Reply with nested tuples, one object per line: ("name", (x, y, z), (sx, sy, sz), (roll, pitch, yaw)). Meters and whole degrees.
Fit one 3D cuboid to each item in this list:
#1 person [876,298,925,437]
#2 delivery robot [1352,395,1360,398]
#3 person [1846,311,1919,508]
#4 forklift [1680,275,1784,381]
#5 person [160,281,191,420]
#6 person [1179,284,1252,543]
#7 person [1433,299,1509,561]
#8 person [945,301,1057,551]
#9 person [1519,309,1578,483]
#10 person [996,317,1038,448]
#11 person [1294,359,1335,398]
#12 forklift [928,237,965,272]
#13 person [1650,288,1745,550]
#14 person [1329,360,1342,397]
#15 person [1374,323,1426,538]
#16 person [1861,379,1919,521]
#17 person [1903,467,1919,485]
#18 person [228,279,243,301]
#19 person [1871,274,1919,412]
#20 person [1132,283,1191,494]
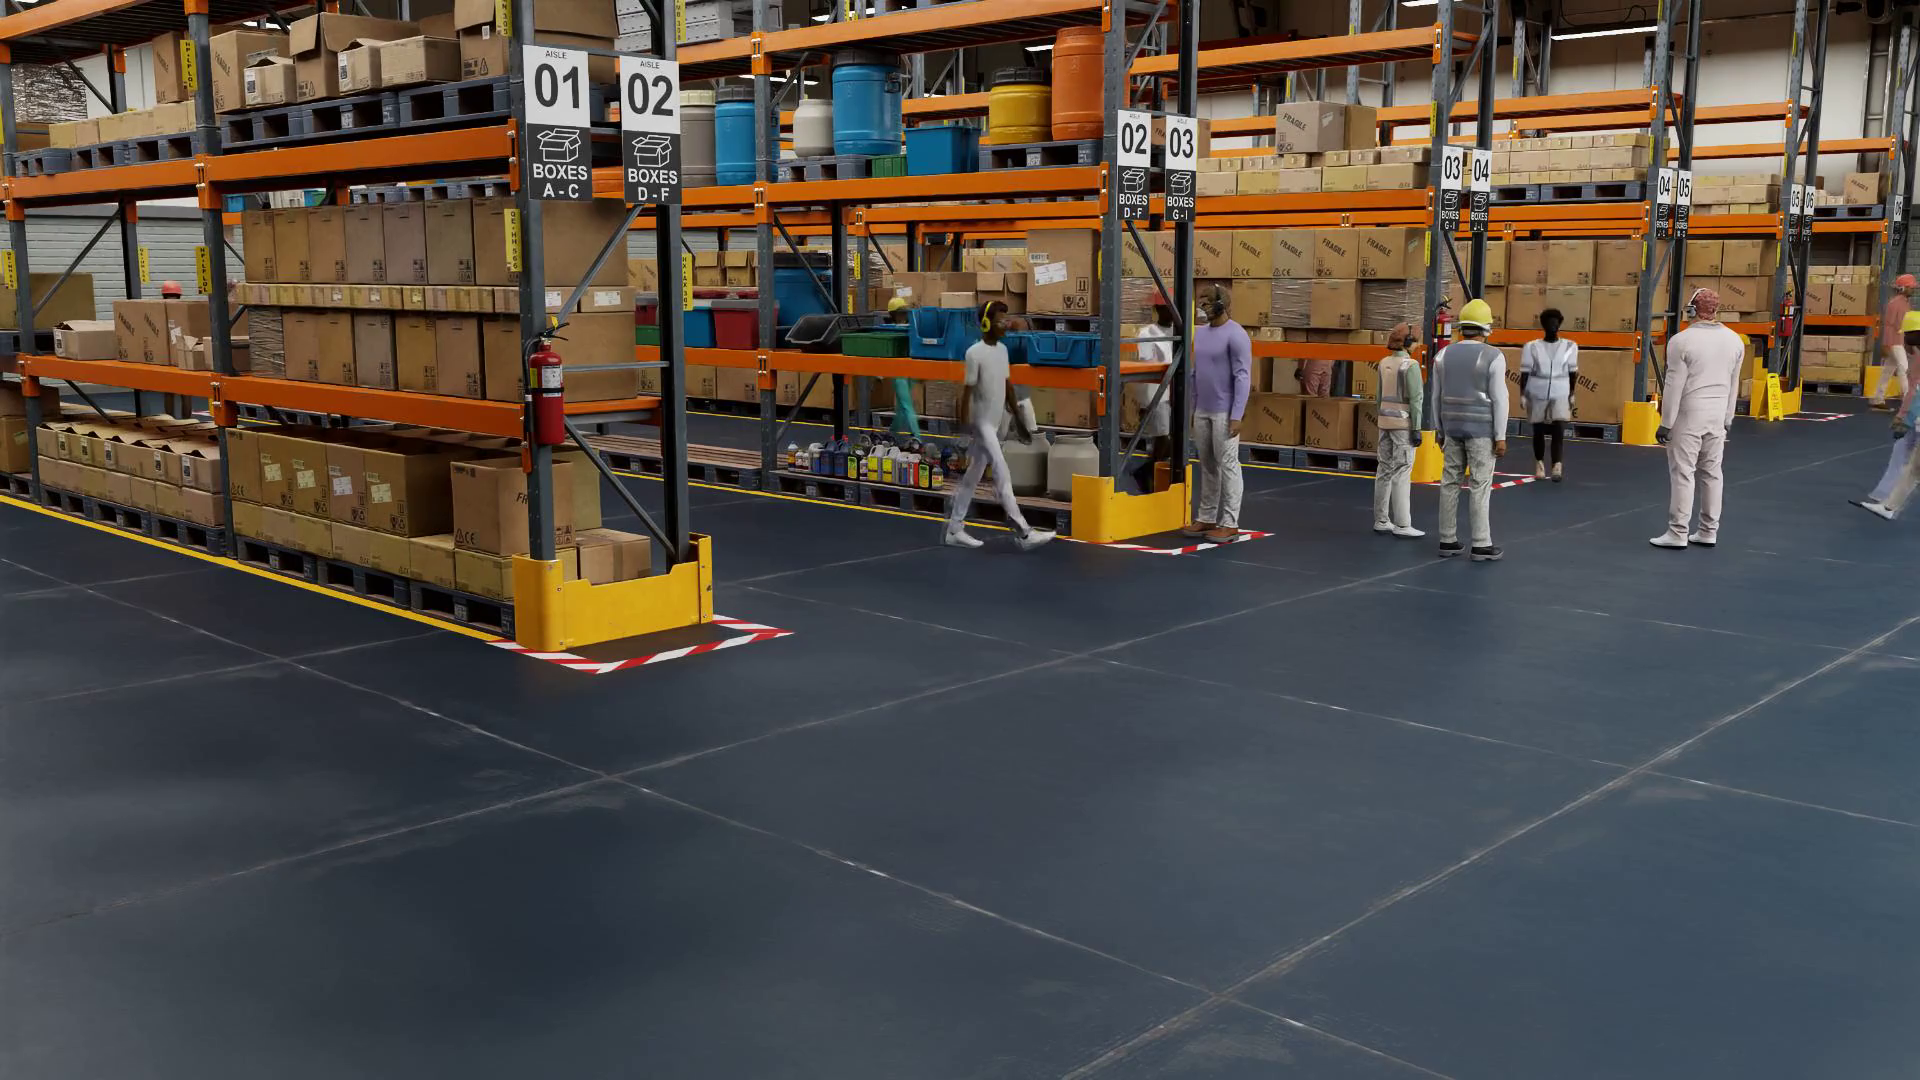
("person", (-0.716, -1.899, 19.006), (0.529, 1.708, 0.911), (-9, 13, -42))
("delivery robot", (4.743, -1.498, 19.956), (0.707, 0.478, 0.477), (1, 9, 8))
("person", (8.015, -1.050, 13.846), (0.946, 1.700, 0.536), (4, 10, 22))
("forklift", (12.480, -3.427, 27.053), (1.214, 2.155, 2.313), (9, 13, 43))
("person", (-9.362, -2.136, 19.909), (0.554, 1.904, 0.784), (-4, 10, -21))
("person", (1.948, -0.958, 12.577), (0.376, 1.937, 0.629), (-5, 10, -26))
("person", (3.640, -0.785, 11.819), (0.403, 1.837, 0.591), (-7, 12, -38))
("person", (0.296, -0.822, 12.129), (0.985, 1.815, 0.507), (4, 10, 24))
("person", (5.648, -1.377, 15.983), (0.546, 1.650, 0.847), (2, 10, 15))
("person", (0.563, -1.314, 15.827), (0.507, 1.588, 0.865), (-8, 12, -39))
("person", (4.117, -2.050, 19.362), (0.648, 1.907, 0.409), (-8, 12, -41))
("forklift", (-0.326, -5.817, 39.609), (1.129, 2.768, 1.873), (9, 13, 43))
("person", (5.403, -0.888, 12.241), (0.648, 1.907, 0.409), (-3, 10, -19))
("person", (4.604, -2.314, 20.981), (0.511, 1.901, 0.644), (7, 12, 38))
("person", (3.381, -0.848, 12.811), (0.309, 1.640, 0.514), (-3, 10, -20))
("person", (7.599, -0.882, 13.130), (0.819, 1.600, 0.527), (9, 13, 43))
("person", (9.272, -1.358, 15.438), (0.540, 1.798, 0.937), (-7, 11, -35))
("person", (-11.346, -3.139, 26.119), (0.635, 1.883, 0.682), (-6, 11, -33))
("person", (13.493, -2.781, 23.656), (0.905, 1.960, 0.647), (9, 13, 43))
("person", (1.706, -1.226, 14.232), (0.557, 1.926, 0.519), (-9, 13, -42))
